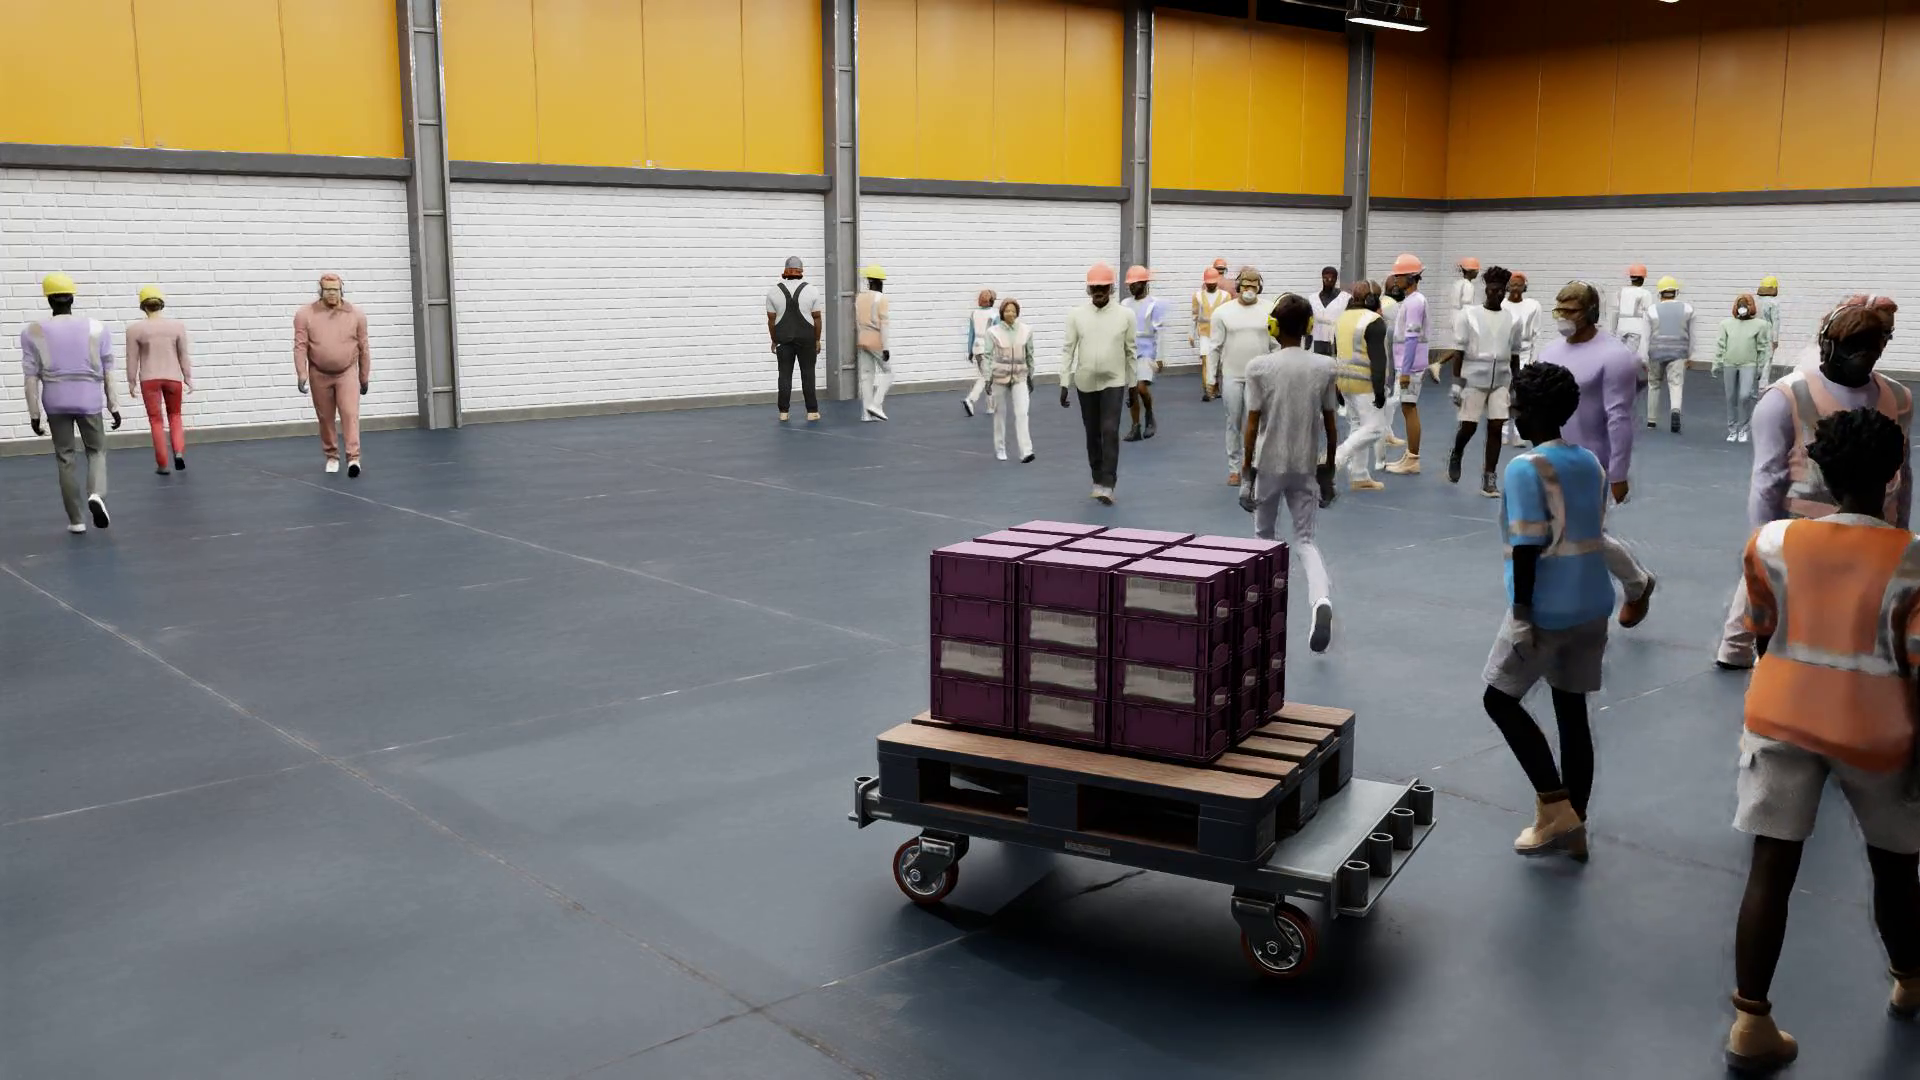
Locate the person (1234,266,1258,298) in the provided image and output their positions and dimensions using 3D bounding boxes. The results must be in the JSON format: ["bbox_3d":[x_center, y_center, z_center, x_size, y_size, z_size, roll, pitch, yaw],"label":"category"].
[{"bbox_3d":[4.772,-3.701,28.179,0.648,1.861,0.726,-6,11,-32],"label":"person"}]

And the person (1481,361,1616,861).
[{"bbox_3d":[1.986,0.244,5.585,0.535,1.673,0.417,-7,12,-35],"label":"person"}]

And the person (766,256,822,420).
[{"bbox_3d":[-2.033,-2.502,20.586,0.681,2.000,0.538,0,10,2],"label":"person"}]

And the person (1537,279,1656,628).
[{"bbox_3d":[3.276,-0.397,8.663,0.779,1.912,0.628,-4,11,-24],"label":"person"}]

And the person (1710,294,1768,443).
[{"bbox_3d":[8.437,-1.856,18.056,0.507,1.616,0.570,7,12,37],"label":"person"}]

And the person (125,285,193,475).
[{"bbox_3d":[-7.427,-1.479,15.423,0.552,1.751,0.368,-8,12,-38],"label":"person"}]

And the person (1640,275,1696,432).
[{"bbox_3d":[8.144,-2.136,19.141,0.598,1.806,0.769,3,10,16],"label":"person"}]

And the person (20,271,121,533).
[{"bbox_3d":[-6.426,-0.982,12.050,0.615,1.913,0.484,-6,11,-31],"label":"person"}]

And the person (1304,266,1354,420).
[{"bbox_3d":[4.555,-2.416,20.496,0.604,1.905,0.487,8,12,39],"label":"person"}]

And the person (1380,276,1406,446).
[{"bbox_3d":[4.549,-1.898,17.696,0.462,1.824,0.643,0,10,3],"label":"person"}]

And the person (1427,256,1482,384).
[{"bbox_3d":[7.690,-3.350,25.622,0.788,2.022,0.618,-1,10,-3],"label":"person"}]

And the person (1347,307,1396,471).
[{"bbox_3d":[3.859,-1.466,15.716,0.498,1.633,0.283,3,10,16],"label":"person"}]

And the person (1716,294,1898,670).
[{"bbox_3d":[4.148,-0.240,7.925,0.953,1.844,0.766,0,10,2],"label":"person"}]

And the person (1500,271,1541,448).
[{"bbox_3d":[5.845,-1.904,17.626,0.575,1.849,0.854,3,10,15],"label":"person"}]

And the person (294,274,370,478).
[{"bbox_3d":[-5.756,-1.500,15.275,0.649,1.854,0.995,-3,10,-18],"label":"person"}]

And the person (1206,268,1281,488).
[{"bbox_3d":[2.468,-1.397,14.487,0.665,1.910,0.674,2,10,12],"label":"person"}]

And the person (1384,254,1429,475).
[{"bbox_3d":[4.137,-1.619,15.444,0.408,2.035,0.608,2,10,13],"label":"person"}]

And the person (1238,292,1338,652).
[{"bbox_3d":[1.697,-0.339,8.524,0.525,1.851,0.741,-1,10,-7],"label":"person"}]

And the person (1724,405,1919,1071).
[{"bbox_3d":[2.239,0.488,4.228,0.526,1.645,0.875,9,13,42],"label":"person"}]

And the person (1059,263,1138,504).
[{"bbox_3d":[1.120,-1.270,13.624,0.642,1.947,0.973,2,10,10],"label":"person"}]

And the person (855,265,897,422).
[{"bbox_3d":[-1.029,-2.385,20.269,0.429,1.908,0.628,-9,13,-42],"label":"person"}]

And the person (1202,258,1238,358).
[{"bbox_3d":[4.277,-3.654,27.465,0.622,1.992,0.395,-1,10,-4],"label":"person"}]

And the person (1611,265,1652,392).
[{"bbox_3d":[9.878,-3.060,24.303,0.987,1.883,0.570,-6,11,-32],"label":"person"}]

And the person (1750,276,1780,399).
[{"bbox_3d":[11.312,-2.832,23.387,0.309,1.743,0.494,-4,10,-22],"label":"person"}]

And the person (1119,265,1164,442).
[{"bbox_3d":[1.932,-2.017,18.096,0.574,1.920,0.404,7,12,37],"label":"person"}]

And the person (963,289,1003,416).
[{"bbox_3d":[0.287,-2.373,21.104,0.524,1.611,0.754,9,13,41],"label":"person"}]

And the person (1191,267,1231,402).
[{"bbox_3d":[3.564,-2.901,23.448,0.596,1.871,1.031,1,10,8],"label":"person"}]

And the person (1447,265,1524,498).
[{"bbox_3d":[4.444,-1.352,14.131,0.635,1.949,0.693,-1,10,-3],"label":"person"}]

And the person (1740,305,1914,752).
[{"bbox_3d":[3.390,0.012,6.489,0.654,1.840,0.482,-1,10,-5],"label":"person"}]

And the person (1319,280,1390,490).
[{"bbox_3d":[3.379,-1.302,14.193,0.609,1.823,0.637,-3,10,-16],"label":"person"}]

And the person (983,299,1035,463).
[{"bbox_3d":[0.491,-1.535,16.194,0.547,1.592,0.842,-2,10,-11],"label":"person"}]
